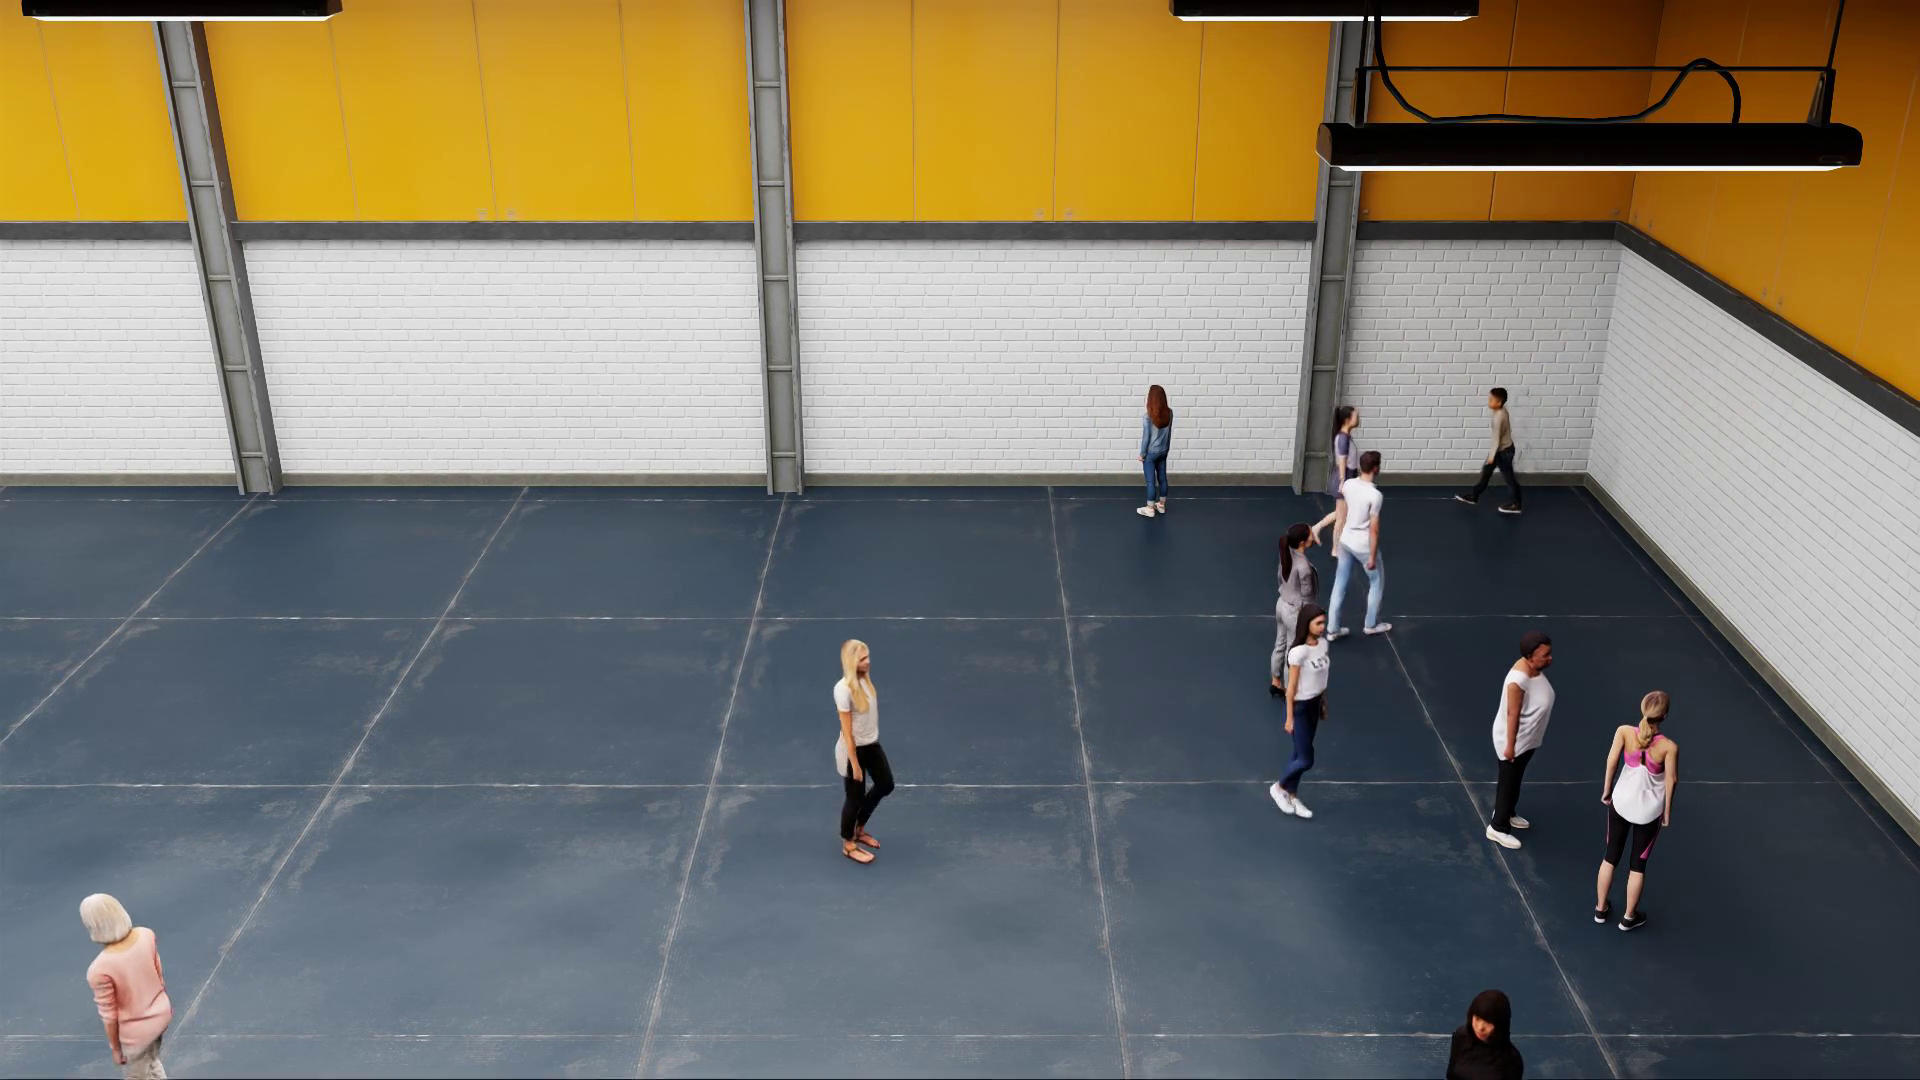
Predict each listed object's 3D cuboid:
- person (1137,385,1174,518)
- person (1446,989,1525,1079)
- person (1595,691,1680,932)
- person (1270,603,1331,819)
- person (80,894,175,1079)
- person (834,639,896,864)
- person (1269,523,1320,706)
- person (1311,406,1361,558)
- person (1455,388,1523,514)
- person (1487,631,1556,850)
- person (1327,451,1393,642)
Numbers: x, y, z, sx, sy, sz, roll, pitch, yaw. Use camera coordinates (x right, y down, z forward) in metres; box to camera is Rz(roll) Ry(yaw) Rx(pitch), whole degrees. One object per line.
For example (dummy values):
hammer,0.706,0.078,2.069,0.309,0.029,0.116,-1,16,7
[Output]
person,2.131,-0.972,18.072,0.601,1.477,0.694,-15,28,-31
person,2.781,3.018,8.782,1.097,1.606,1.084,18,29,35
person,4.577,1.827,11.281,0.664,1.786,0.748,18,29,35
person,2.513,1.276,12.566,0.780,1.767,0.726,20,31,38
person,-4.521,2.736,9.308,1.014,1.702,0.801,9,25,19
person,-0.829,1.516,11.966,0.702,1.809,0.708,7,25,15
person,2.828,0.635,14.144,0.692,1.678,0.693,-8,25,-17
person,3.822,-0.588,16.994,0.802,1.637,0.700,6,24,14
person,5.972,-0.961,18.116,0.986,1.422,0.697,6,24,14
person,4.152,1.437,12.298,0.785,1.687,0.761,14,27,29
person,3.573,0.093,15.198,1.035,1.826,0.937,-16,28,-32
